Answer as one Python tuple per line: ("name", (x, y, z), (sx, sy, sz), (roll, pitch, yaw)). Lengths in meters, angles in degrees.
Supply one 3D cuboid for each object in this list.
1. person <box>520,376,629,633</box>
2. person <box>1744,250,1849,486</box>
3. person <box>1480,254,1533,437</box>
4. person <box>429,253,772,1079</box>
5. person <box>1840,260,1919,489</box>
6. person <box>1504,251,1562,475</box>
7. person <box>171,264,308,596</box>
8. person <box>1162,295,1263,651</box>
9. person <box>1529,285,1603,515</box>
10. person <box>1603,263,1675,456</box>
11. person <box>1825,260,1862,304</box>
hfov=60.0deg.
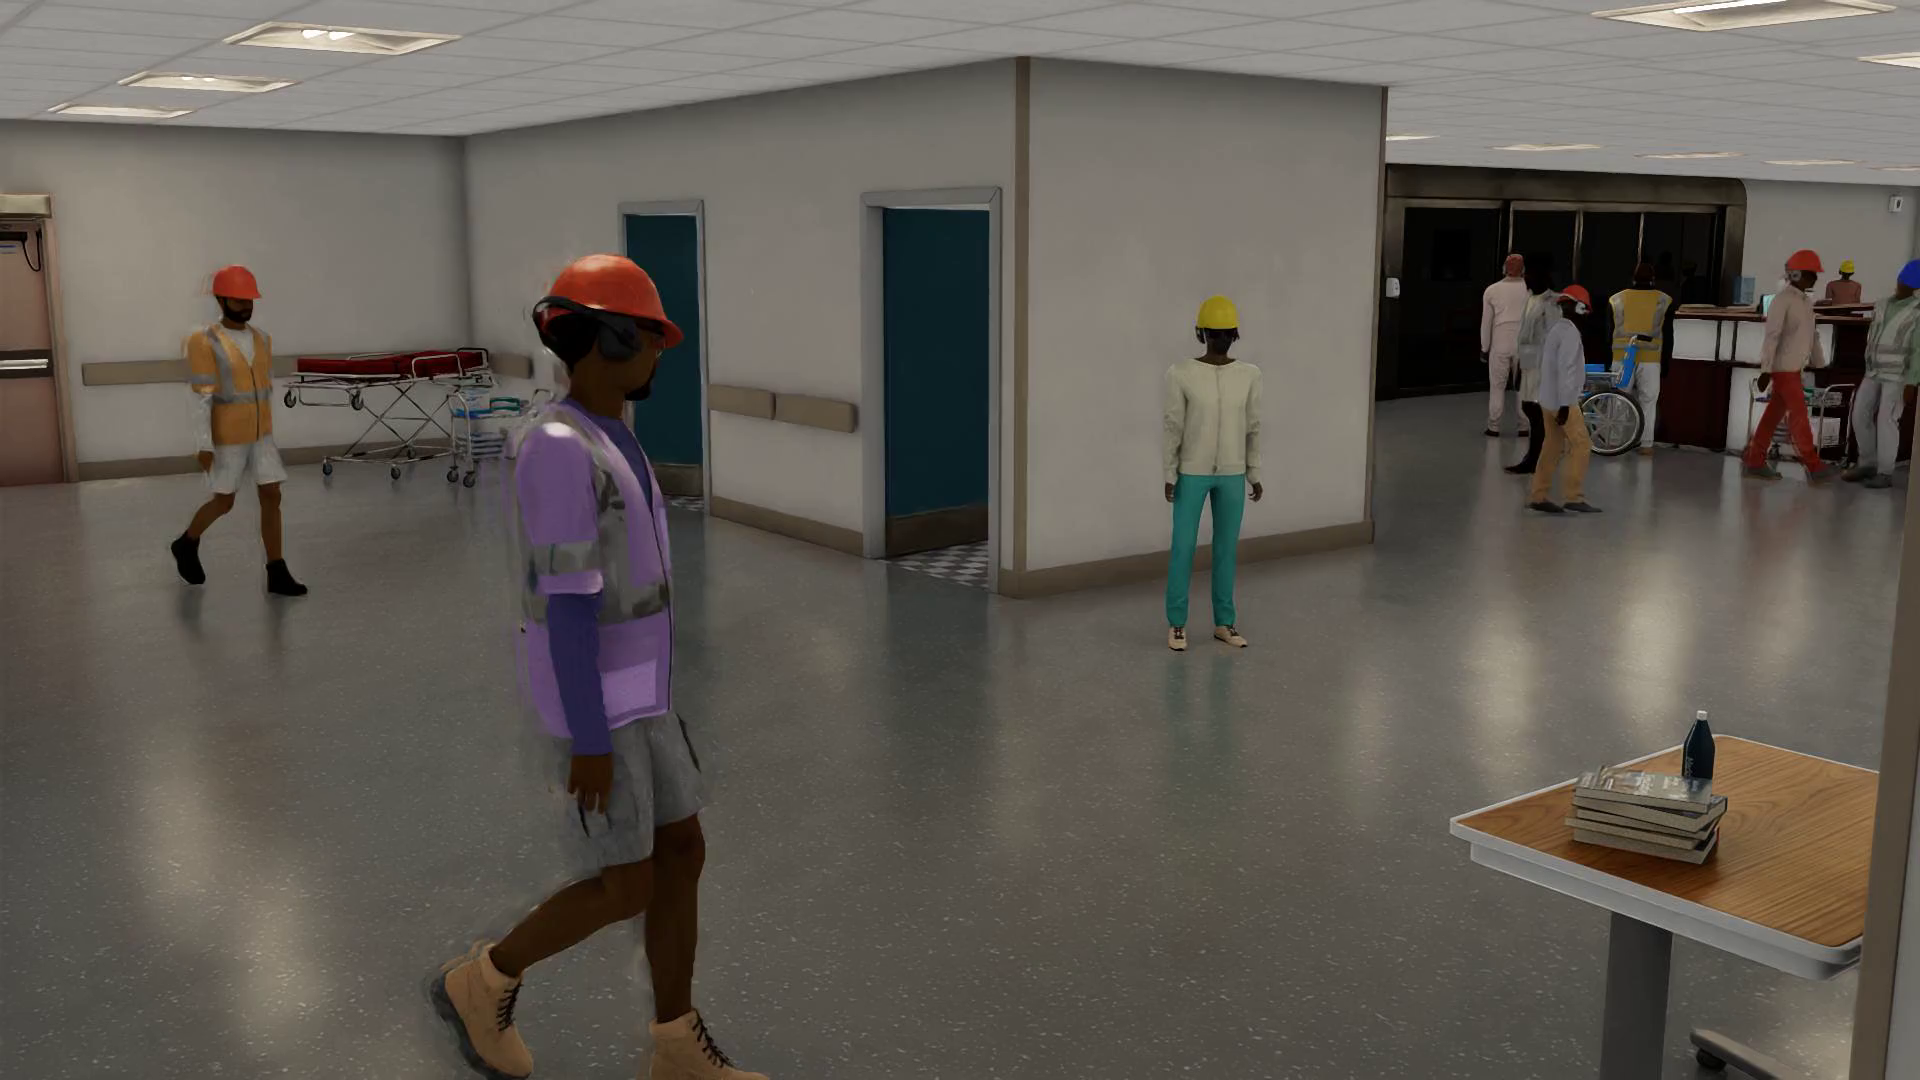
("person", (-1.884, -0.333, 8.409), (0.823, 1.729, 0.551), (4, 11, 22))
("person", (7.072, -1.434, 13.923), (0.626, 1.954, 0.911), (-10, 14, -43))
("person", (5.774, -2.031, 17.432), (0.636, 1.910, 0.405), (2, 10, 11))
("person", (-0.818, 0.357, 3.813), (0.743, 1.998, 0.641), (1, 10, 7))
("person", (7.645, -1.348, 13.669), (0.378, 1.885, 0.711), (-2, 10, -13))
("person", (5.064, -1.540, 14.565), (0.471, 1.967, 0.649), (0, 10, -3))
("person", (-4.220, -0.627, 9.600), (0.867, 1.912, 0.554), (5, 11, 26))
("person", (1.259, -0.328, 8.289), (0.524, 1.769, 0.316), (-2, 10, -11))
("person", (4.587, -1.041, 12.460), (0.611, 1.706, 0.587), (1, 10, 7))
("person", (6.479, -1.721, 15.912), (0.626, 1.838, 0.430), (5, 11, 25))
("person", (13.708, -3.458, 25.853), (0.524, 1.760, 0.328), (2, 10, 10))
